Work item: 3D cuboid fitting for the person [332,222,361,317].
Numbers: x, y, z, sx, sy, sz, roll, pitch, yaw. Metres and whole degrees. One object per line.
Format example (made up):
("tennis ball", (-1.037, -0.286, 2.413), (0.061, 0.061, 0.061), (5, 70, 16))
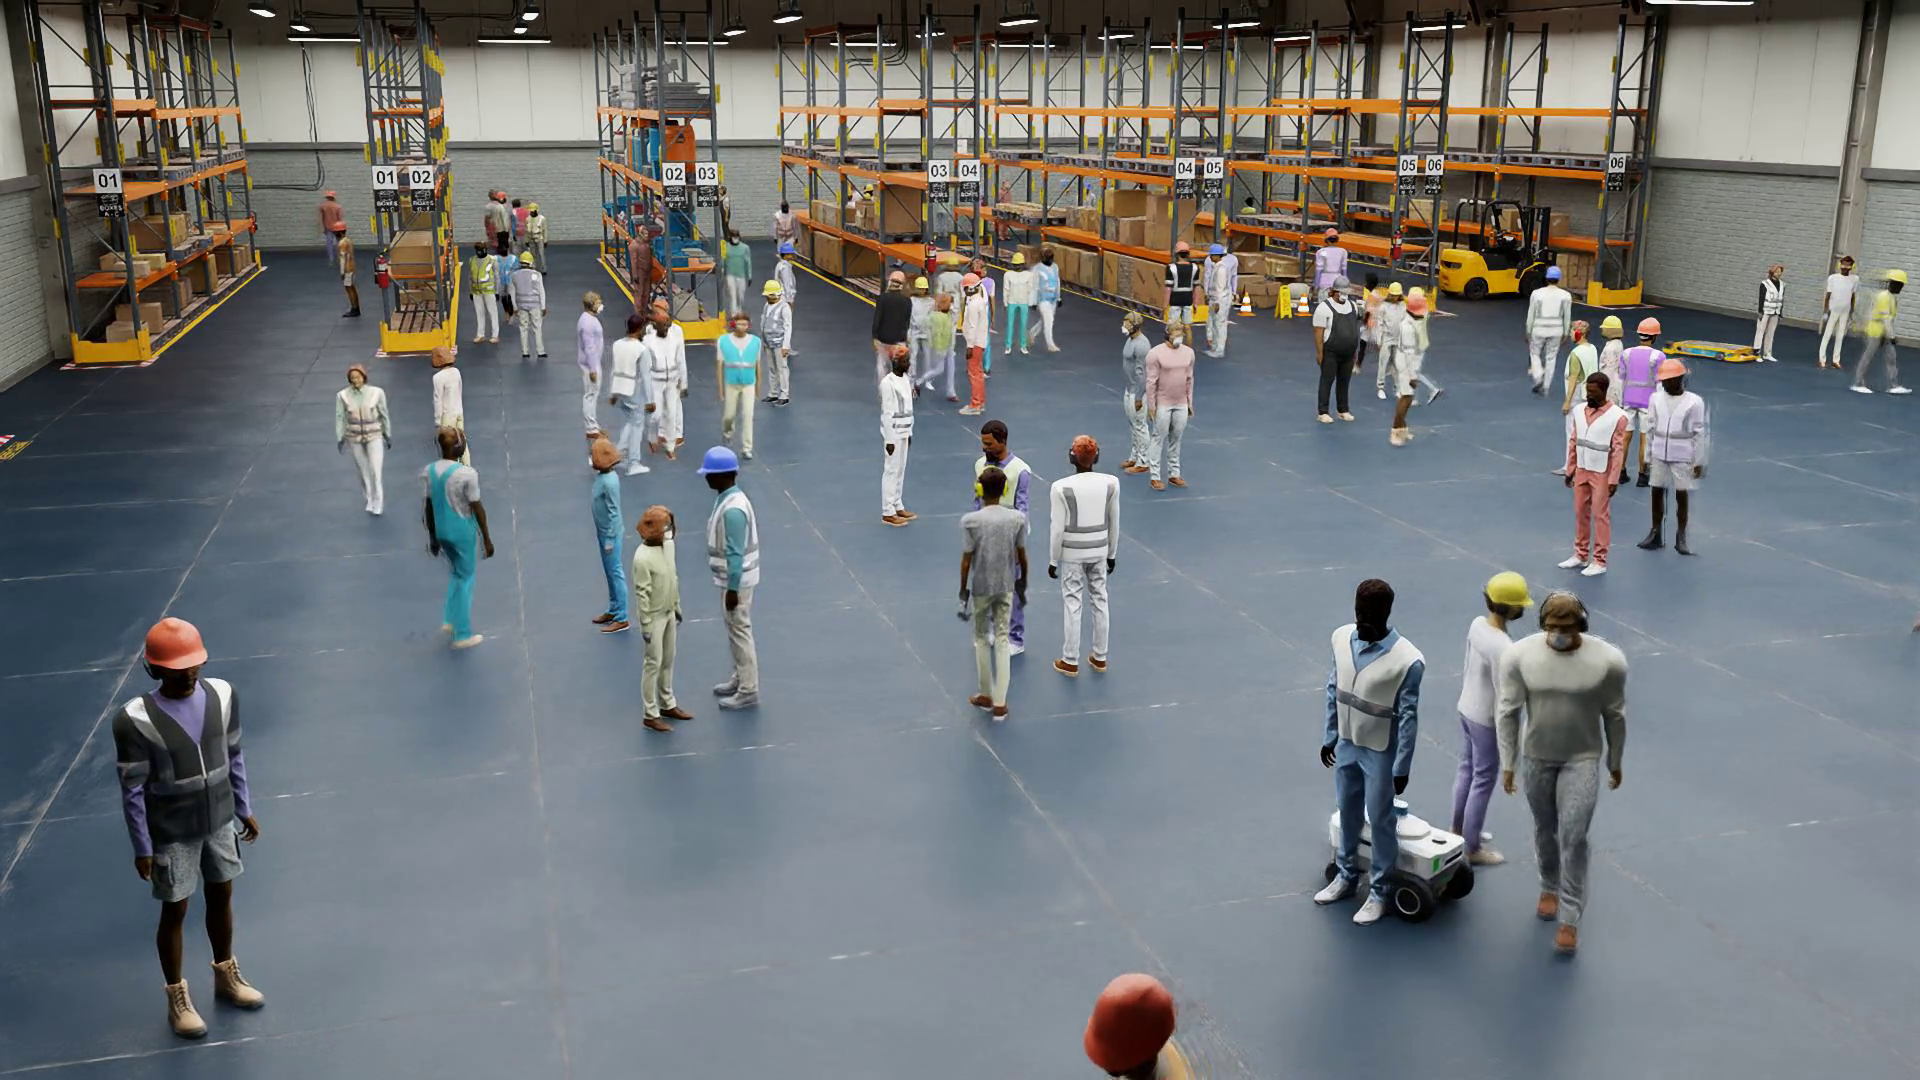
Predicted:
("person", (-12.544, -5.517, 33.933), (0.412, 1.927, 0.545), (-3, 15, -9))

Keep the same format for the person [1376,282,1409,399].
("person", (6.407, -2.949, 24.637), (0.491, 1.730, 0.323), (-2, 15, -6))

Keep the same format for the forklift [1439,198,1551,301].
("forklift", (11.913, -6.508, 37.130), (2.313, 2.155, 1.214), (-4, 15, -15))

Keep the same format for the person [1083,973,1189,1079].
("person", (0.579, 2.142, 5.175), (0.494, 1.895, 0.614), (-1, 15, -3))

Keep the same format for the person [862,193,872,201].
("person", (-2.643, -8.947, 47.174), (0.317, 1.743, 0.488), (-13, 20, -41))

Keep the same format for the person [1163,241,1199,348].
("person", (3.698, -3.985, 27.935), (0.615, 2.038, 0.395), (-4, 15, -14))

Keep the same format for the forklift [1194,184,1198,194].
("forklift", (7.392, -11.333, 53.972), (1.873, 2.768, 1.129), (-4, 15, -15))

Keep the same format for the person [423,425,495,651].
("person", (-4.037, -0.016, 13.415), (0.523, 1.830, 0.438), (9, 17, 29))

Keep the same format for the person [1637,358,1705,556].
("person", (6.979, -0.799, 16.218), (0.399, 1.913, 0.680), (-14, 20, -42))

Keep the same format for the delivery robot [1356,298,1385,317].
("delivery robot", (8.299, -4.703, 33.304), (0.707, 0.478, 0.477), (-6, 16, -20))

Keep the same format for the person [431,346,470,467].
("person", (-5.853, -1.412, 19.053), (0.289, 1.625, 0.497), (4, 15, 13))

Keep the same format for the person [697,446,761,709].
("person", (-1.675, 0.266, 12.141), (0.429, 1.937, 0.628), (-3, 15, -13))

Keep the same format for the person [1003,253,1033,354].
("person", (1.015, -4.115, 28.961), (0.526, 1.761, 0.337), (-1, 15, -4))

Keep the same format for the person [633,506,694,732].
("person", (-2.107, 0.545, 11.687), (0.296, 1.622, 0.511), (5, 16, 18))

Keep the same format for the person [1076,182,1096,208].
("person", (3.764, -9.701, 49.624), (0.616, 1.942, 0.408), (-4, 15, -14))

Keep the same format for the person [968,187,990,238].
("person", (0.588, -10.580, 52.991), (0.793, 1.915, 0.599), (14, 20, 42))

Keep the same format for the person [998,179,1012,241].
("person", (1.413, -10.300, 51.975), (0.400, 1.901, 0.649), (10, 18, 33))

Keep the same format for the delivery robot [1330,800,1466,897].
("delivery robot", (2.424, 1.688, 9.251), (0.477, 0.478, 0.707), (-14, 20, -43))

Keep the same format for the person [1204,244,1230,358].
("person", (4.426, -4.118, 28.631), (0.414, 1.941, 0.606), (0, 15, -1))

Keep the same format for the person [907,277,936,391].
("person", (-0.595, -3.139, 25.341), (0.481, 1.734, 0.329), (-5, 16, -17))

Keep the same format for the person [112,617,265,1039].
("person", (-3.621, 1.340, 7.889), (0.394, 2.042, 0.611), (10, 18, 34))

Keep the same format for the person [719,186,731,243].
("person", (-6.992, -9.587, 49.412), (0.343, 1.840, 0.505), (-6, 16, -20))

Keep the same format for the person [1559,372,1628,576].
("person", (5.936, -0.630, 15.573), (0.409, 1.908, 0.597), (-8, 17, -27))

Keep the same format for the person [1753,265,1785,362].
("person", (13.701, -3.835, 28.137), (0.511, 1.641, 0.309), (-6, 16, -20))

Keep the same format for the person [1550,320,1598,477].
("person", (7.294, -1.663, 19.598), (0.398, 1.834, 0.563), (12, 19, 38))

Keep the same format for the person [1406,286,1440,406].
("person", (6.628, -2.759, 23.895), (0.564, 1.752, 0.538), (10, 18, 33))

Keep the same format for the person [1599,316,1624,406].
("person", (8.071, -1.922, 20.739), (0.322, 1.742, 0.493), (9, 17, 30))

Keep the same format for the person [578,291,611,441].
("person", (-4.790, -2.268, 21.671), (0.363, 1.938, 0.632), (-2, 15, -9))

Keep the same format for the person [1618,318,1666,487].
("person", (7.809, -1.577, 19.067), (0.360, 1.939, 0.543), (-13, 20, -41))

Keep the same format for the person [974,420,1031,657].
("person", (0.330, -0.025, 13.297), (0.414, 1.906, 0.600), (-12, 19, -39))

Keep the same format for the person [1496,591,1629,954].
("person", (3.119, 1.187, 8.726), (0.639, 1.902, 0.848), (8, 17, 26))

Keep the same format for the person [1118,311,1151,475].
("person", (2.085, -1.746, 19.735), (0.377, 1.931, 0.624), (-2, 15, -7))

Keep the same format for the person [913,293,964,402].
("person", (-0.317, -2.816, 24.377), (0.705, 1.608, 0.509), (5, 16, 17))

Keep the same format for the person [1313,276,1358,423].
("person", (5.191, -2.623, 22.806), (0.685, 2.000, 0.535), (-7, 17, -26))

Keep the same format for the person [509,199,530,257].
("person", (-11.625, -8.126, 44.012), (0.627, 1.790, 1.007), (-14, 20, -42))

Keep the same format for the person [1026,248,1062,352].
("person", (1.479, -4.258, 29.397), (0.800, 1.820, 0.624), (13, 20, 40))

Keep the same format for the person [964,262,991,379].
("person", (0.265, -3.492, 26.448), (0.388, 1.848, 0.564), (-3, 15, -10))

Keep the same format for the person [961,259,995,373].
("person", (0.288, -3.602, 26.865), (0.564, 1.846, 0.390), (-1, 15, -4))

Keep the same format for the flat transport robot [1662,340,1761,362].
("flat transport robot", (12.931, -3.269, 28.629), (0.652, 0.197, 1.431), (-12, 19, -38))

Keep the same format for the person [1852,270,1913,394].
("person", (13.900, -3.087, 24.864), (0.585, 1.868, 0.917), (-14, 21, -43))
